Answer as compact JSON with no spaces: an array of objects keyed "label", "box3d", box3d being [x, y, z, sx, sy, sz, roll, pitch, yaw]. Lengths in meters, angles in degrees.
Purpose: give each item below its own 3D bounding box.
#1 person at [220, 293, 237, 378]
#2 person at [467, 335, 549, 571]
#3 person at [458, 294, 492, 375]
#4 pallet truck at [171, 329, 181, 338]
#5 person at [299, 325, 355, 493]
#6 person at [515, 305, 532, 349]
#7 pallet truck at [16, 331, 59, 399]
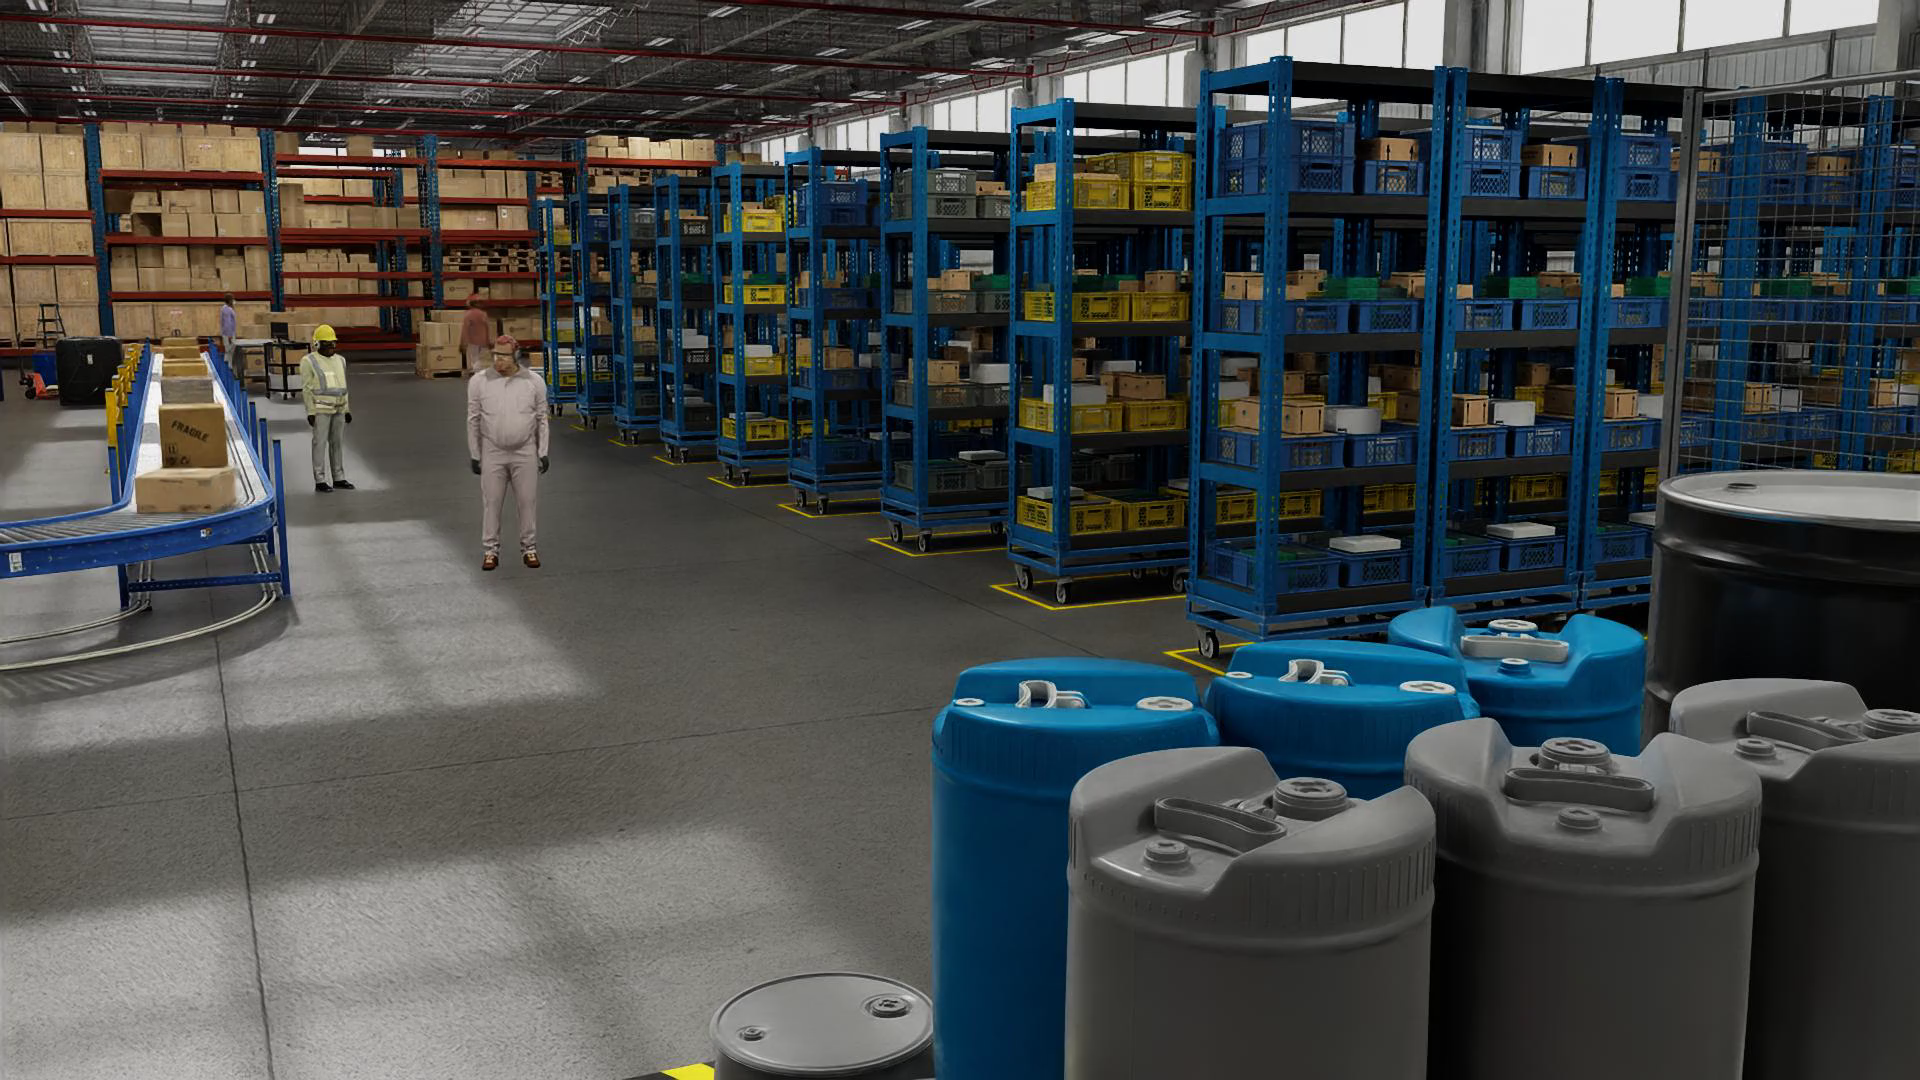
[{"label":"person","box3d":[-16.502,-4.608,37.590,0.370,1.941,0.627,-3,10,-20]},{"label":"person","box3d":[-3.652,-0.704,13.491,0.642,1.902,0.399,-3,10,-17]},{"label":"person","box3d":[-9.719,-3.922,33.239,0.618,1.959,0.754,5,10,28]},{"label":"pallet truck","box3d":[-17.275,-3.851,35.096,1.601,1.201,0.680,0,9,1]},{"label":"person","box3d":[-6.941,-1.444,18.286,0.404,1.833,0.590,5,10,27]},{"label":"person","box3d":[-13.347,-6.679,50.738,0.627,1.845,0.429,4,10,23]},{"label":"pallet truck","box3d":[-17.082,-3.353,31.781,1.630,1.274,0.653,-4,10,-25]}]
